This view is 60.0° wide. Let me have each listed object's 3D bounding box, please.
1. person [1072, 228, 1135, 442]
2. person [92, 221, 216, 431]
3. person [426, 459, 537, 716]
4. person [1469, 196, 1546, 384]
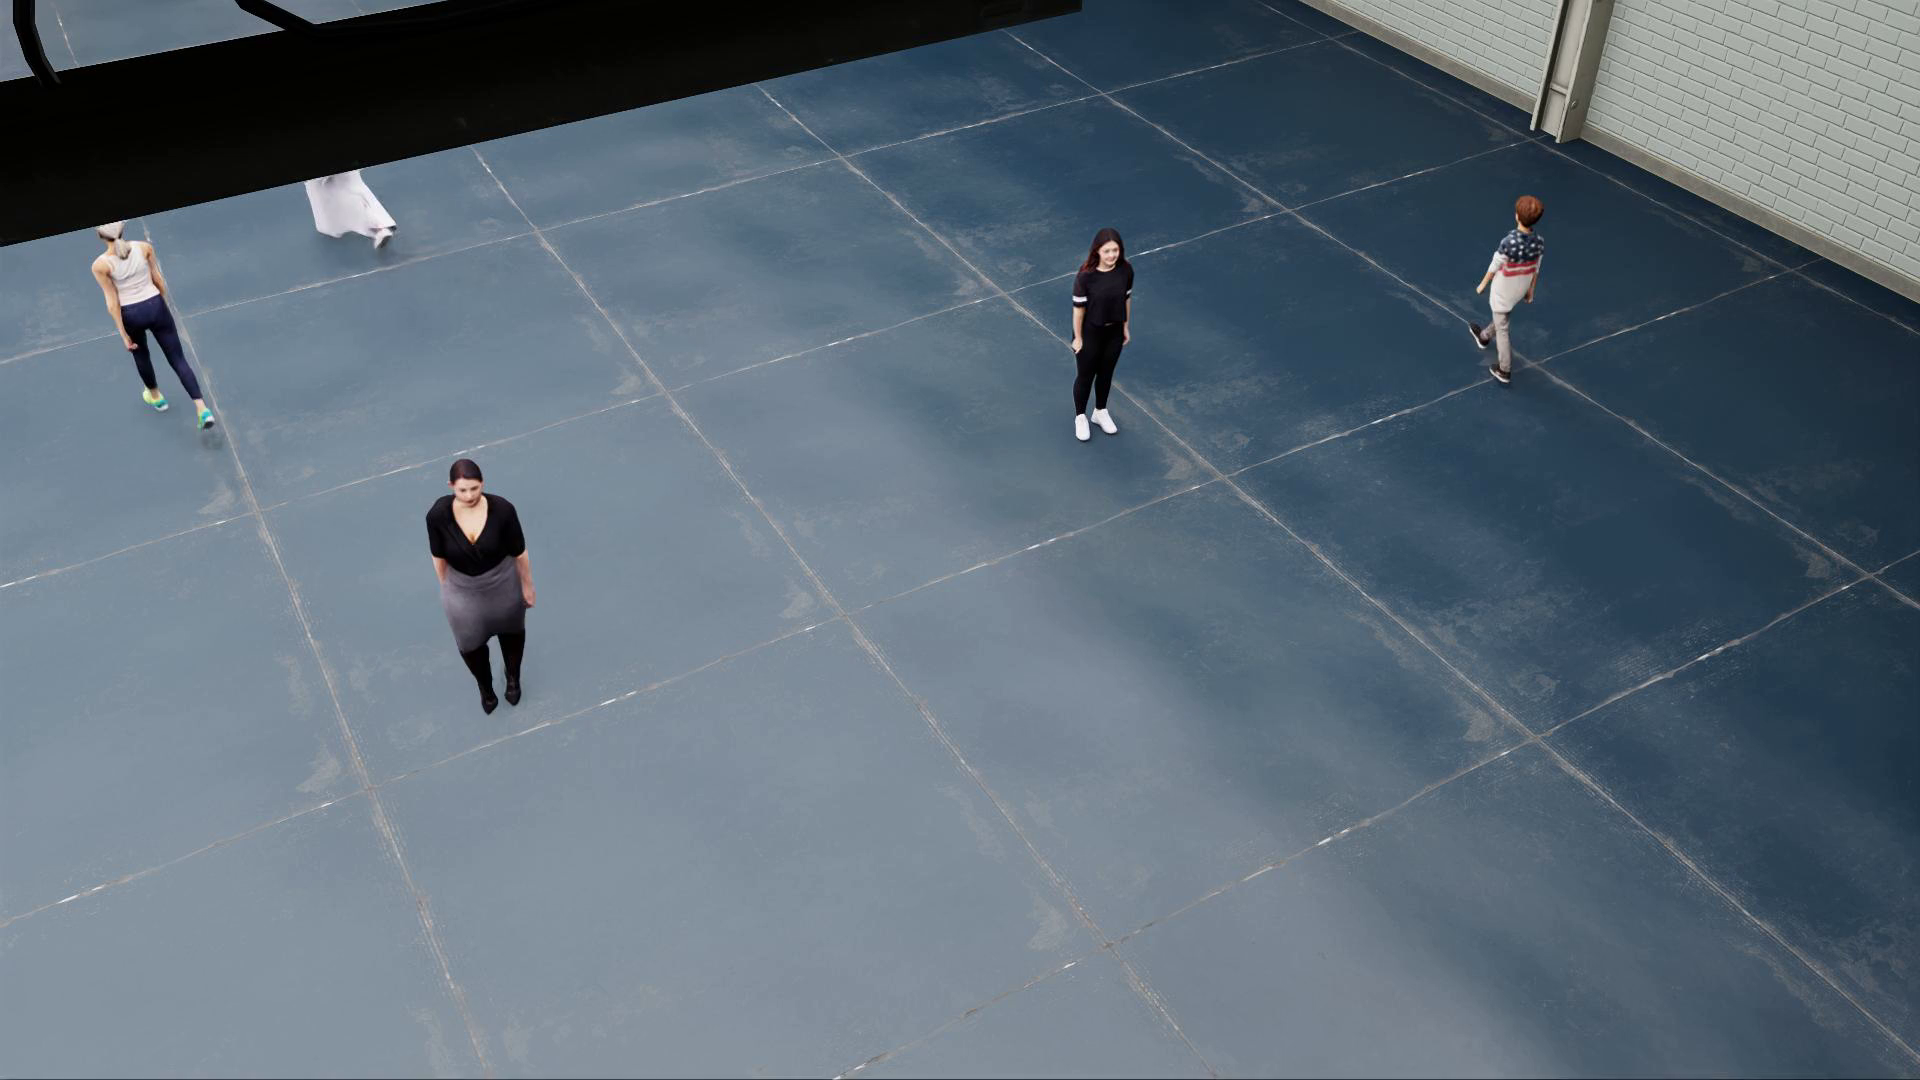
[{"bbox_3d":[0.994,-1.468,11.731,0.639,1.638,0.622,-13,40,-17],"label":"person"},{"bbox_3d":[-5.706,-1.516,11.769,0.777,1.667,1.217,-29,46,-32],"label":"person"},{"bbox_3d":[-2.710,0.219,9.489,0.744,1.742,0.711,-8,39,-11],"label":"person"},{"bbox_3d":[4.130,-1.849,12.409,0.626,1.403,0.977,-13,40,-16],"label":"person"}]
